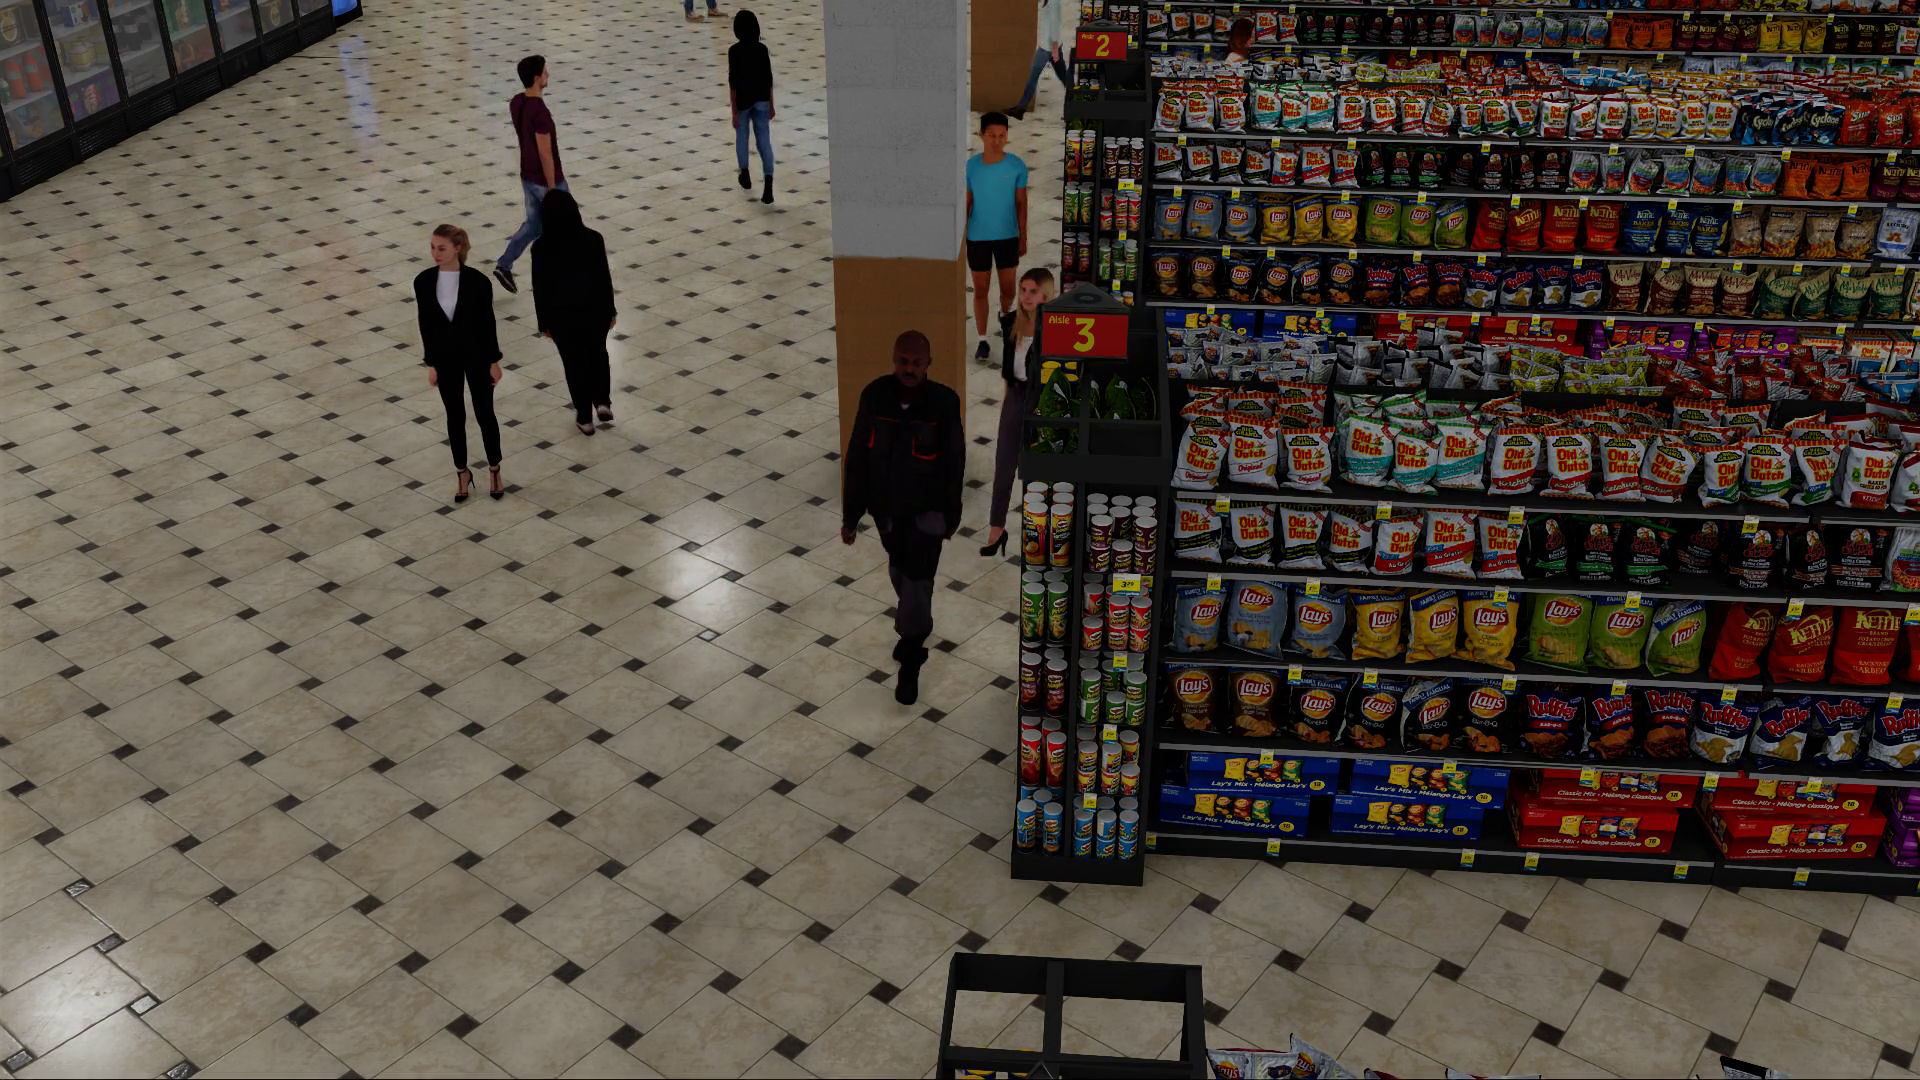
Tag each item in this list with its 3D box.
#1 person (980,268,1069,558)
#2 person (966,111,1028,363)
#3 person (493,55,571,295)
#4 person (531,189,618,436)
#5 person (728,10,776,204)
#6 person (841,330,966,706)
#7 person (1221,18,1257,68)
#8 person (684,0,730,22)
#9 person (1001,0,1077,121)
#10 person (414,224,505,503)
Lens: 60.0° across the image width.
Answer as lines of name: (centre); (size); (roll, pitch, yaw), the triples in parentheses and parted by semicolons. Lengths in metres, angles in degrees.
person: (0.472, -0.730, 9.243); (1.087, 1.629, 0.965); (16, 32, 26)
person: (0.238, -2.145, 11.684); (0.623, 1.772, 0.693); (4, 29, 7)
person: (-3.285, -2.761, 12.751); (1.114, 1.831, 1.125); (25, 37, 38)
person: (-2.391, -1.393, 10.480); (0.794, 1.607, 0.869); (-12, 31, -21)
person: (-1.838, -3.841, 14.902); (1.165, 1.666, 0.966); (-9, 30, -16)
person: (-0.220, -0.214, 8.118); (0.995, 1.801, 0.914); (10, 30, 18)
person: (2.198, -3.617, 14.405); (0.715, 1.749, 0.601); (-2, 29, -4)
person: (-3.578, -7.809, 21.947); (0.917, 1.878, 0.825); (10, 30, 17)
person: (1.019, -5.137, 17.345); (1.108, 1.599, 0.594); (3, 29, 6)
person: (-2.893, -1.029, 9.710); (0.509, 1.705, 0.697); (-2, 29, -4)
